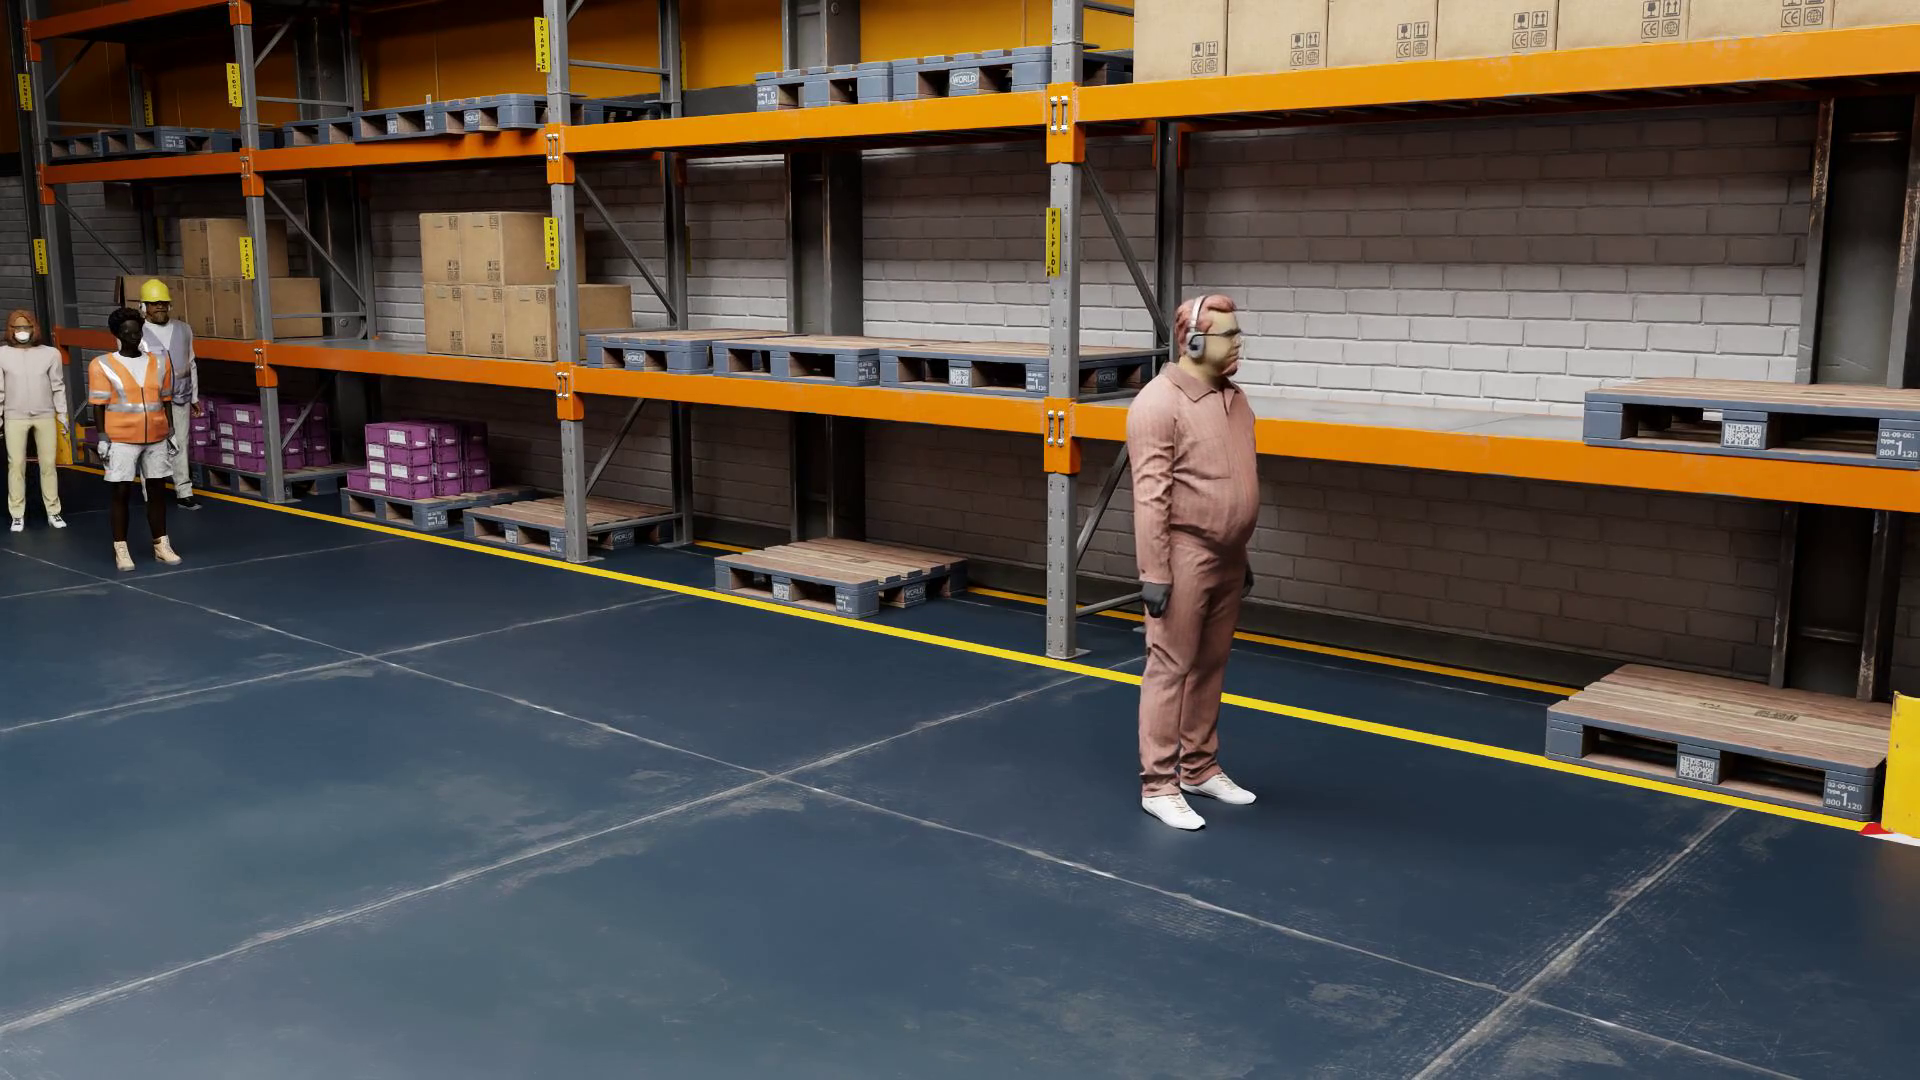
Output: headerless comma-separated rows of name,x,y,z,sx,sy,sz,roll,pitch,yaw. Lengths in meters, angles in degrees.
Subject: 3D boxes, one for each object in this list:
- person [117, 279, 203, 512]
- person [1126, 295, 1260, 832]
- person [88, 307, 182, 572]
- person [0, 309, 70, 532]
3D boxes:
person,-6.259,-1.122,13.062,0.404,1.832,0.600,8,13,39
person,0.876,0.075,6.037,0.409,1.907,0.651,8,13,39
person,-5.337,-0.654,10.782,0.316,1.696,0.541,8,13,39
person,-6.843,-0.879,12.245,0.507,1.631,0.273,-8,13,-37
